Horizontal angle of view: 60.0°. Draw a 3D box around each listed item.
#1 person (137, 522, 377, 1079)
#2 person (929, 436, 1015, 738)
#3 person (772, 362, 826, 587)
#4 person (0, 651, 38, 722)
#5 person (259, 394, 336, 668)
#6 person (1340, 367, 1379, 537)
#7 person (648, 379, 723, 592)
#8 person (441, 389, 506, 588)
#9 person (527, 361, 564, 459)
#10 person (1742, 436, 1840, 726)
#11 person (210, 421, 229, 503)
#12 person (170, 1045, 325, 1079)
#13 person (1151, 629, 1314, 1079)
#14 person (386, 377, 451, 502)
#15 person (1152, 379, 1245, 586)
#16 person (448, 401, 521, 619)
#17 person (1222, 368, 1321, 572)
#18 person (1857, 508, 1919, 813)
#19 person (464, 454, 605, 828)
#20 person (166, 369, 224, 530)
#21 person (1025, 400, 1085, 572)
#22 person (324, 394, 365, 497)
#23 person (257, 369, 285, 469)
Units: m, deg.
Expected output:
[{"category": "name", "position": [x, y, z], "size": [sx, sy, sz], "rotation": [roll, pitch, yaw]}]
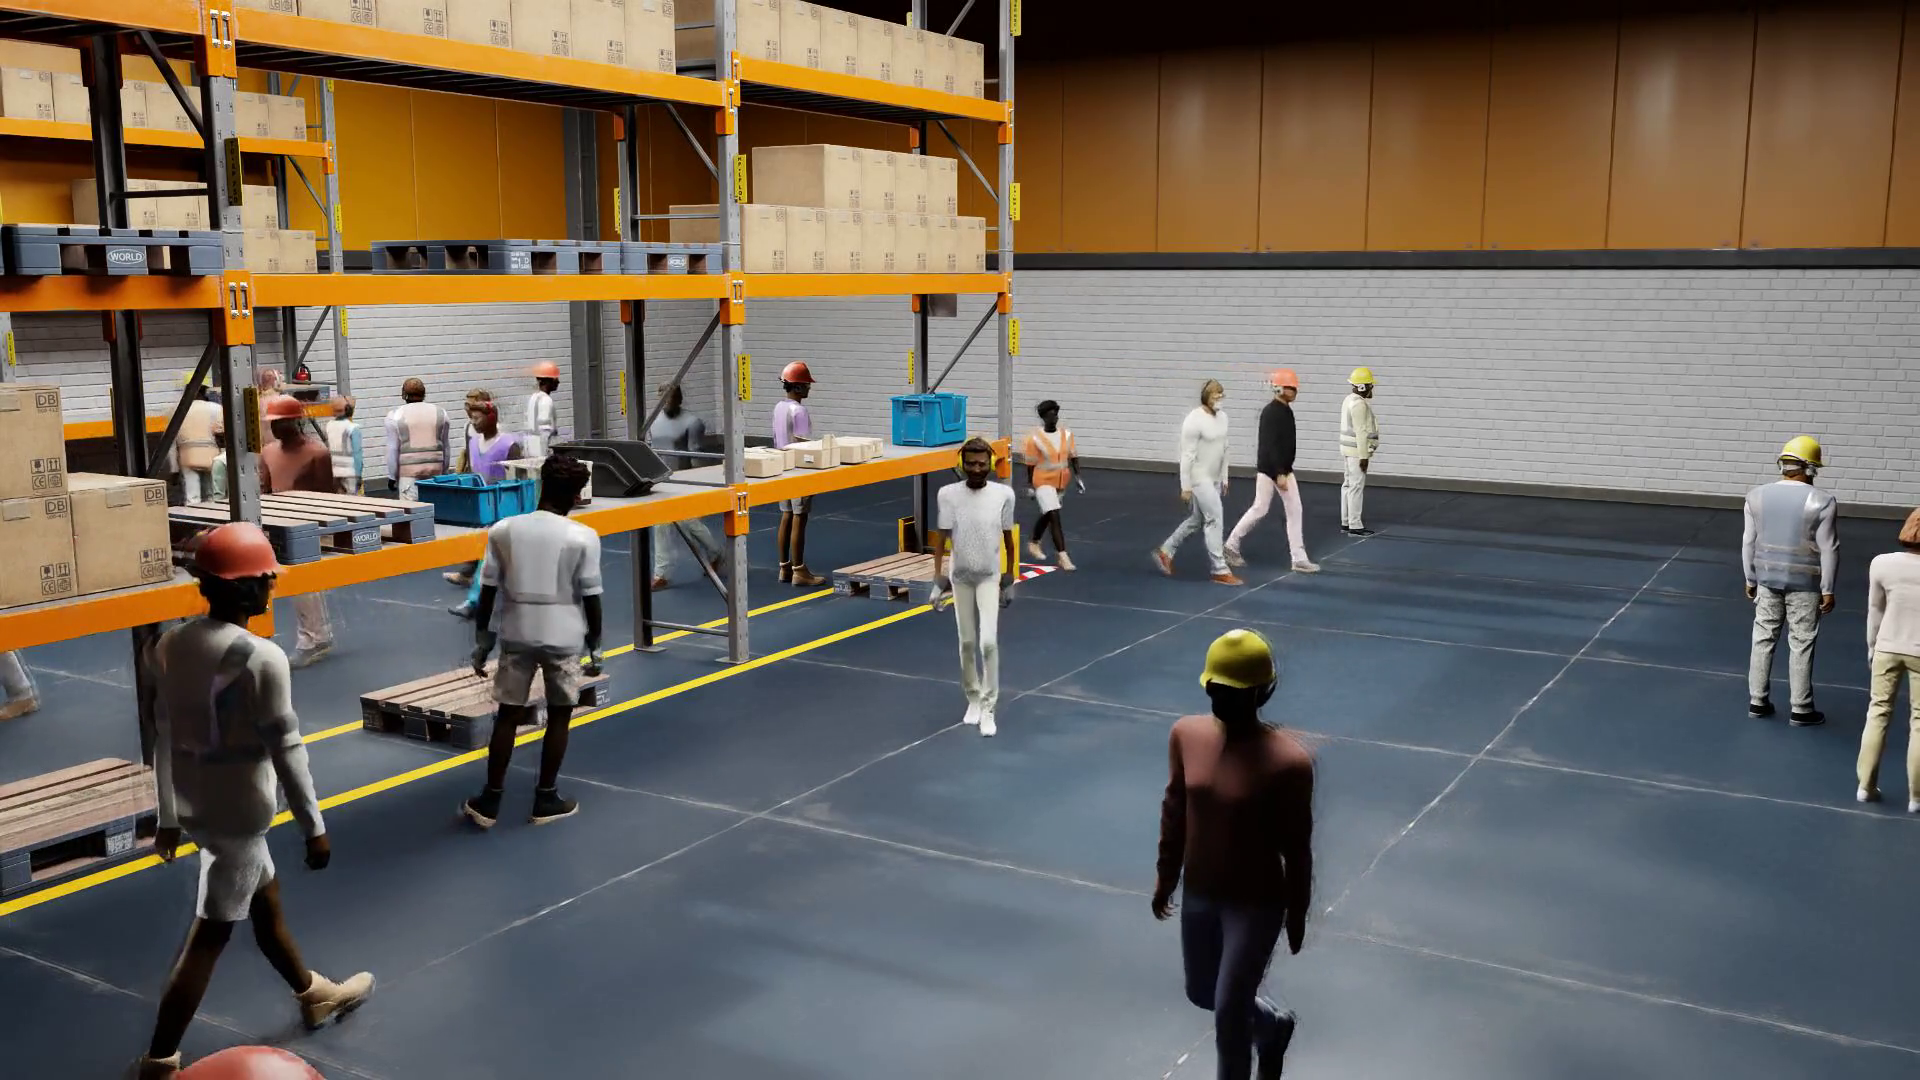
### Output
[{"category": "person", "position": [-2.528, 0.931, 5.816], "size": [0.632, 1.985, 1.083], "rotation": [6, 11, 33]}, {"category": "person", "position": [0.077, 0.285, 10.276], "size": [0.500, 1.835, 0.751], "rotation": [1, 9, 8]}, {"category": "person", "position": [-1.479, -0.597, 15.137], "size": [0.371, 2.044, 0.608], "rotation": [-5, 11, -31]}, {"category": "person", "position": [-6.126, 0.320, 10.244], "size": [0.629, 1.792, 0.987], "rotation": [4, 10, 22]}, {"category": "person", "position": [-4.854, -0.066, 12.050], "size": [0.649, 1.964, 0.741], "rotation": [4, 10, 23]}, {"category": "person", "position": [4.323, -0.953, 18.012], "size": [0.403, 1.835, 0.588], "rotation": [0, 9, -1]}, {"category": "person", "position": [-2.531, -0.519, 15.103], "size": [0.630, 1.908, 0.929], "rotation": [5, 10, 26]}, {"category": "person", "position": [-4.367, -0.482, 15.196], "size": [0.511, 1.798, 0.949], "rotation": [8, 12, 41]}, {"category": "person", "position": [-4.276, -0.935, 17.653], "size": [0.808, 1.908, 0.578], "rotation": [-5, 10, -29]}, {"category": "person", "position": [5.245, 0.257, 10.495], "size": [0.403, 1.823, 0.588], "rotation": [-7, 11, -37]}, {"category": "person", "position": [-6.032, -0.182, 13.841], "size": [0.315, 1.629, 0.509], "rotation": [0, 9, 2]}, {"category": "person", "position": [-0.815, 1.557, 2.004], "size": [0.645, 1.939, 0.999], "rotation": [3, 10, 20]}, {"category": "person", "position": [0.922, 1.117, 5.369], "size": [0.698, 1.744, 0.529], "rotation": [-9, 13, -44]}, {"category": "person", "position": [-5.232, -0.646, 16.072], "size": [0.620, 1.845, 0.430], "rotation": [-7, 11, -36]}, {"category": "person", "position": [2.195, -0.548, 15.310], "size": [0.921, 1.904, 0.646], "rotation": [7, 11, 36]}, {"category": "person", "position": [-3.905, -0.267, 13.893], "size": [0.567, 1.783, 1.005], "rotation": [7, 12, 39]}, {"category": "person", "position": [2.969, -0.675, 15.925], "size": [0.967, 1.959, 0.607], "rotation": [7, 11, 37]}, {"category": "person", "position": [5.053, 0.625, 8.822], "size": [0.282, 1.626, 0.491], "rotation": [-8, 12, -40]}, {"category": "person", "position": [-2.188, 0.517, 8.561], "size": [0.720, 1.922, 0.476], "rotation": [1, 9, 4]}, {"category": "person", "position": [-7.646, -0.766, 16.714], "size": [0.589, 1.888, 0.826], "rotation": [-2, 9, -14]}, {"category": "person", "position": [0.855, -0.553, 16.140], "size": [0.537, 1.648, 0.907], "rotation": [-6, 11, -34]}, {"category": "person", "position": [-6.260, -0.653, 16.806], "size": [0.519, 1.624, 0.527], "rotation": [5, 10, 30]}, {"category": "person", "position": [-7.162, -0.857, 17.369], "size": [0.664, 1.860, 0.984], "rotation": [6, 11, 34]}]
